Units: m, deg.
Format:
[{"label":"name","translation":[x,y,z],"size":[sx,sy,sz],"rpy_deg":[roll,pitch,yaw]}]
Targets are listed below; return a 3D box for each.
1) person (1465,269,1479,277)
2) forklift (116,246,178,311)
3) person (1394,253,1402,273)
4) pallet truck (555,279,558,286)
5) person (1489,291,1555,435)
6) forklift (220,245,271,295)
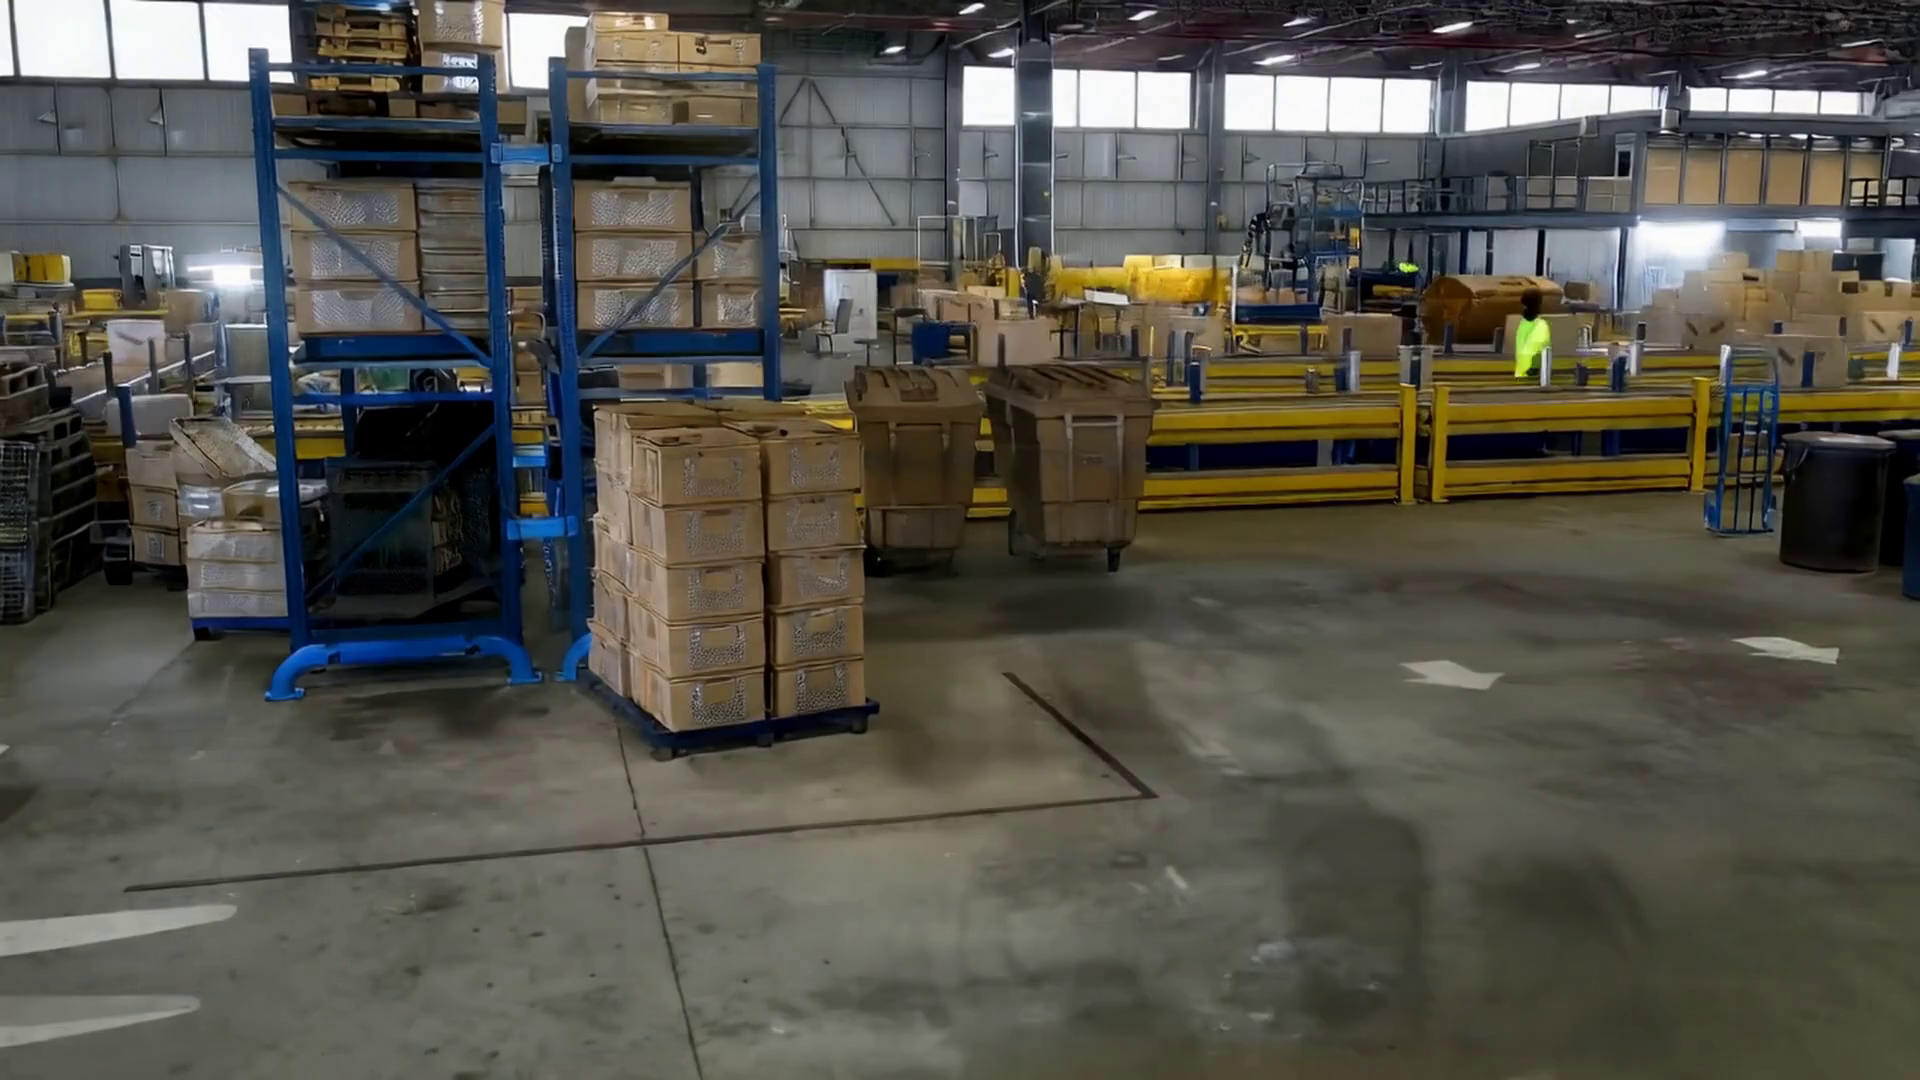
[{"label":"person","translation":[8.724,-3.720,28.261],"size":[0.550,1.727,0.758],"rpy_deg":[5,11,25]},{"label":"forklift","translation":[-19.966,-6.232,40.894],"size":[1.157,1.987,2.680],"rpy_deg":[-3,10,-15]},{"label":"person","translation":[16.231,-9.766,62.096],"size":[0.606,1.874,0.551],"rpy_deg":[-3,10,-14]},{"label":"pallet truck","translation":[-10.604,-6.375,44.520],"size":[0.653,1.274,1.630],"rpy_deg":[-3,10,-15]},{"label":"person","translation":[5.925,-1.775,17.462],"size":[0.858,1.642,0.549],"rpy_deg":[-2,10,-11]},{"label":"forklift","translation":[-17.749,-6.334,41.440],"size":[1.157,1.987,2.680],"rpy_deg":[-3,10,-17]}]
